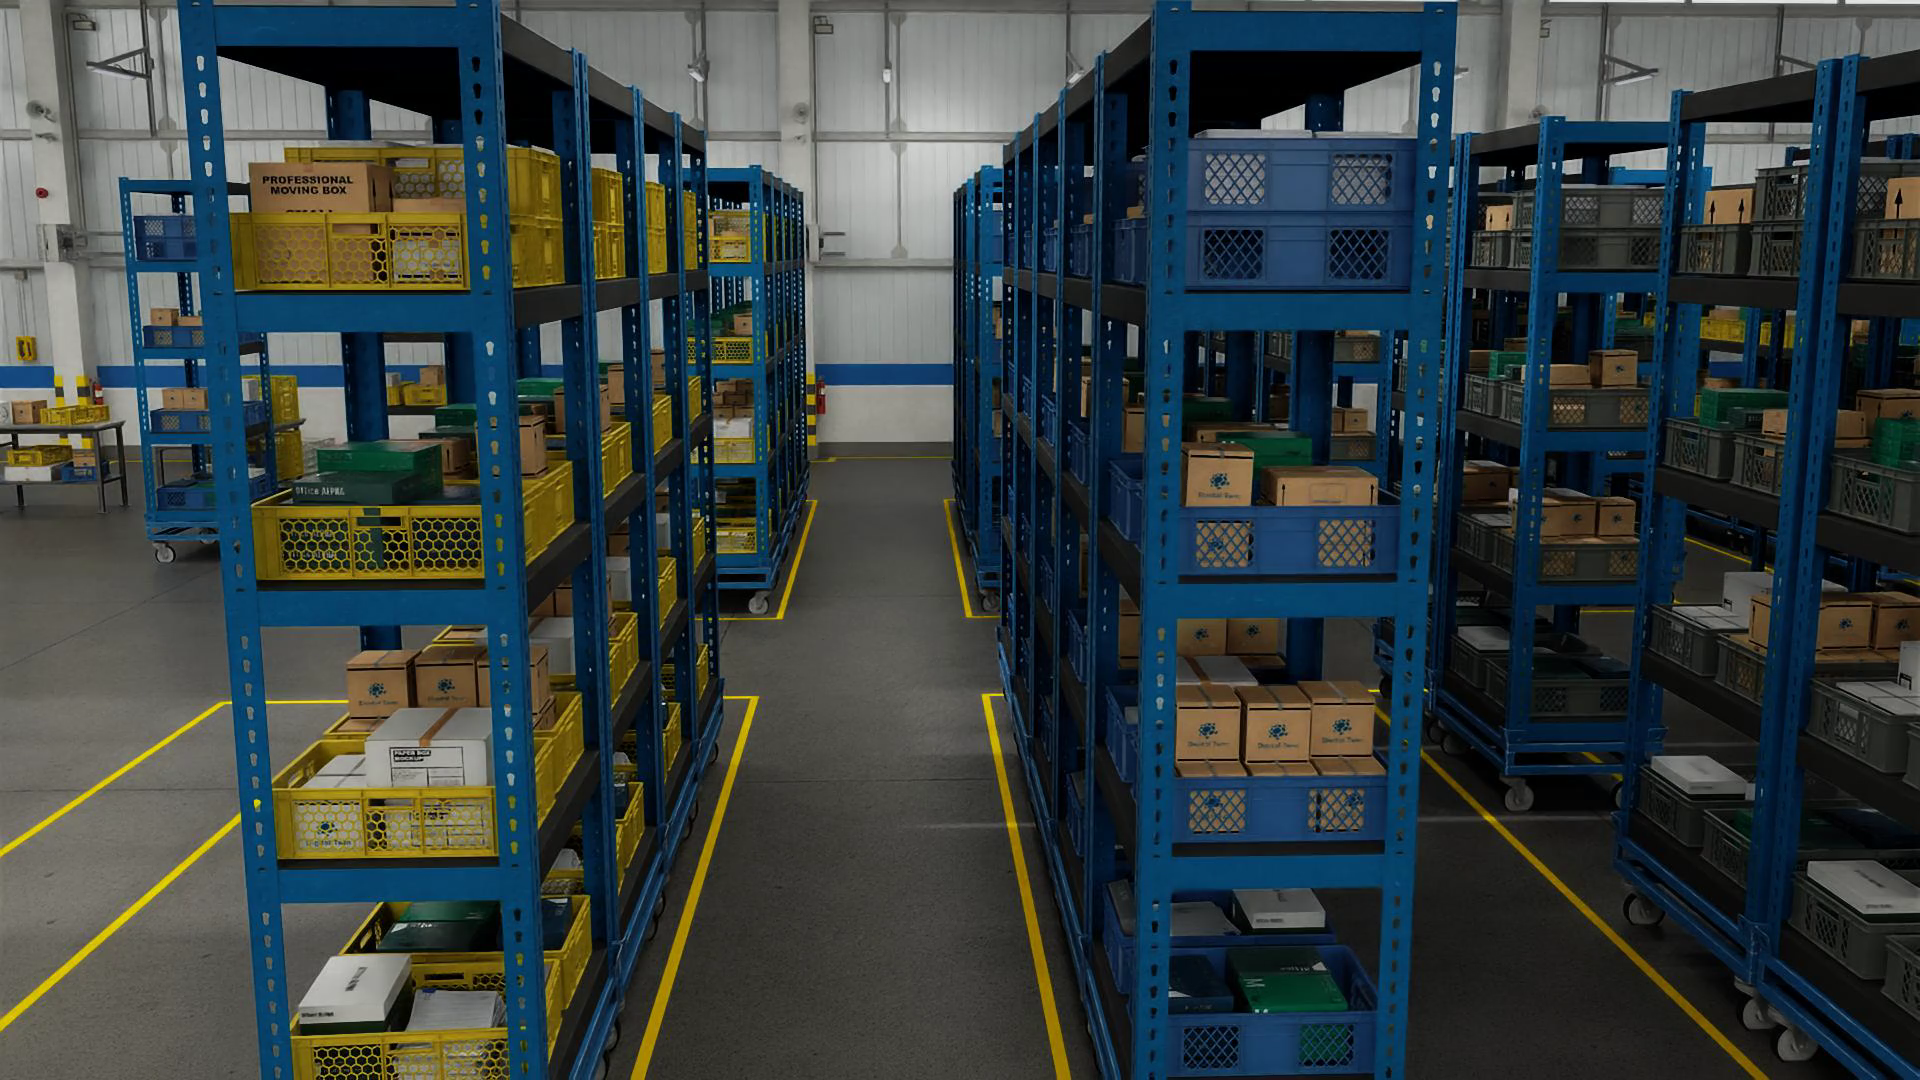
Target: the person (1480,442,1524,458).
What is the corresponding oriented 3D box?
[{"bbox_3d":[6.908,-1.628,21.157,0.957,1.789,0.578,-2,10,-12],"label":"person"}]
